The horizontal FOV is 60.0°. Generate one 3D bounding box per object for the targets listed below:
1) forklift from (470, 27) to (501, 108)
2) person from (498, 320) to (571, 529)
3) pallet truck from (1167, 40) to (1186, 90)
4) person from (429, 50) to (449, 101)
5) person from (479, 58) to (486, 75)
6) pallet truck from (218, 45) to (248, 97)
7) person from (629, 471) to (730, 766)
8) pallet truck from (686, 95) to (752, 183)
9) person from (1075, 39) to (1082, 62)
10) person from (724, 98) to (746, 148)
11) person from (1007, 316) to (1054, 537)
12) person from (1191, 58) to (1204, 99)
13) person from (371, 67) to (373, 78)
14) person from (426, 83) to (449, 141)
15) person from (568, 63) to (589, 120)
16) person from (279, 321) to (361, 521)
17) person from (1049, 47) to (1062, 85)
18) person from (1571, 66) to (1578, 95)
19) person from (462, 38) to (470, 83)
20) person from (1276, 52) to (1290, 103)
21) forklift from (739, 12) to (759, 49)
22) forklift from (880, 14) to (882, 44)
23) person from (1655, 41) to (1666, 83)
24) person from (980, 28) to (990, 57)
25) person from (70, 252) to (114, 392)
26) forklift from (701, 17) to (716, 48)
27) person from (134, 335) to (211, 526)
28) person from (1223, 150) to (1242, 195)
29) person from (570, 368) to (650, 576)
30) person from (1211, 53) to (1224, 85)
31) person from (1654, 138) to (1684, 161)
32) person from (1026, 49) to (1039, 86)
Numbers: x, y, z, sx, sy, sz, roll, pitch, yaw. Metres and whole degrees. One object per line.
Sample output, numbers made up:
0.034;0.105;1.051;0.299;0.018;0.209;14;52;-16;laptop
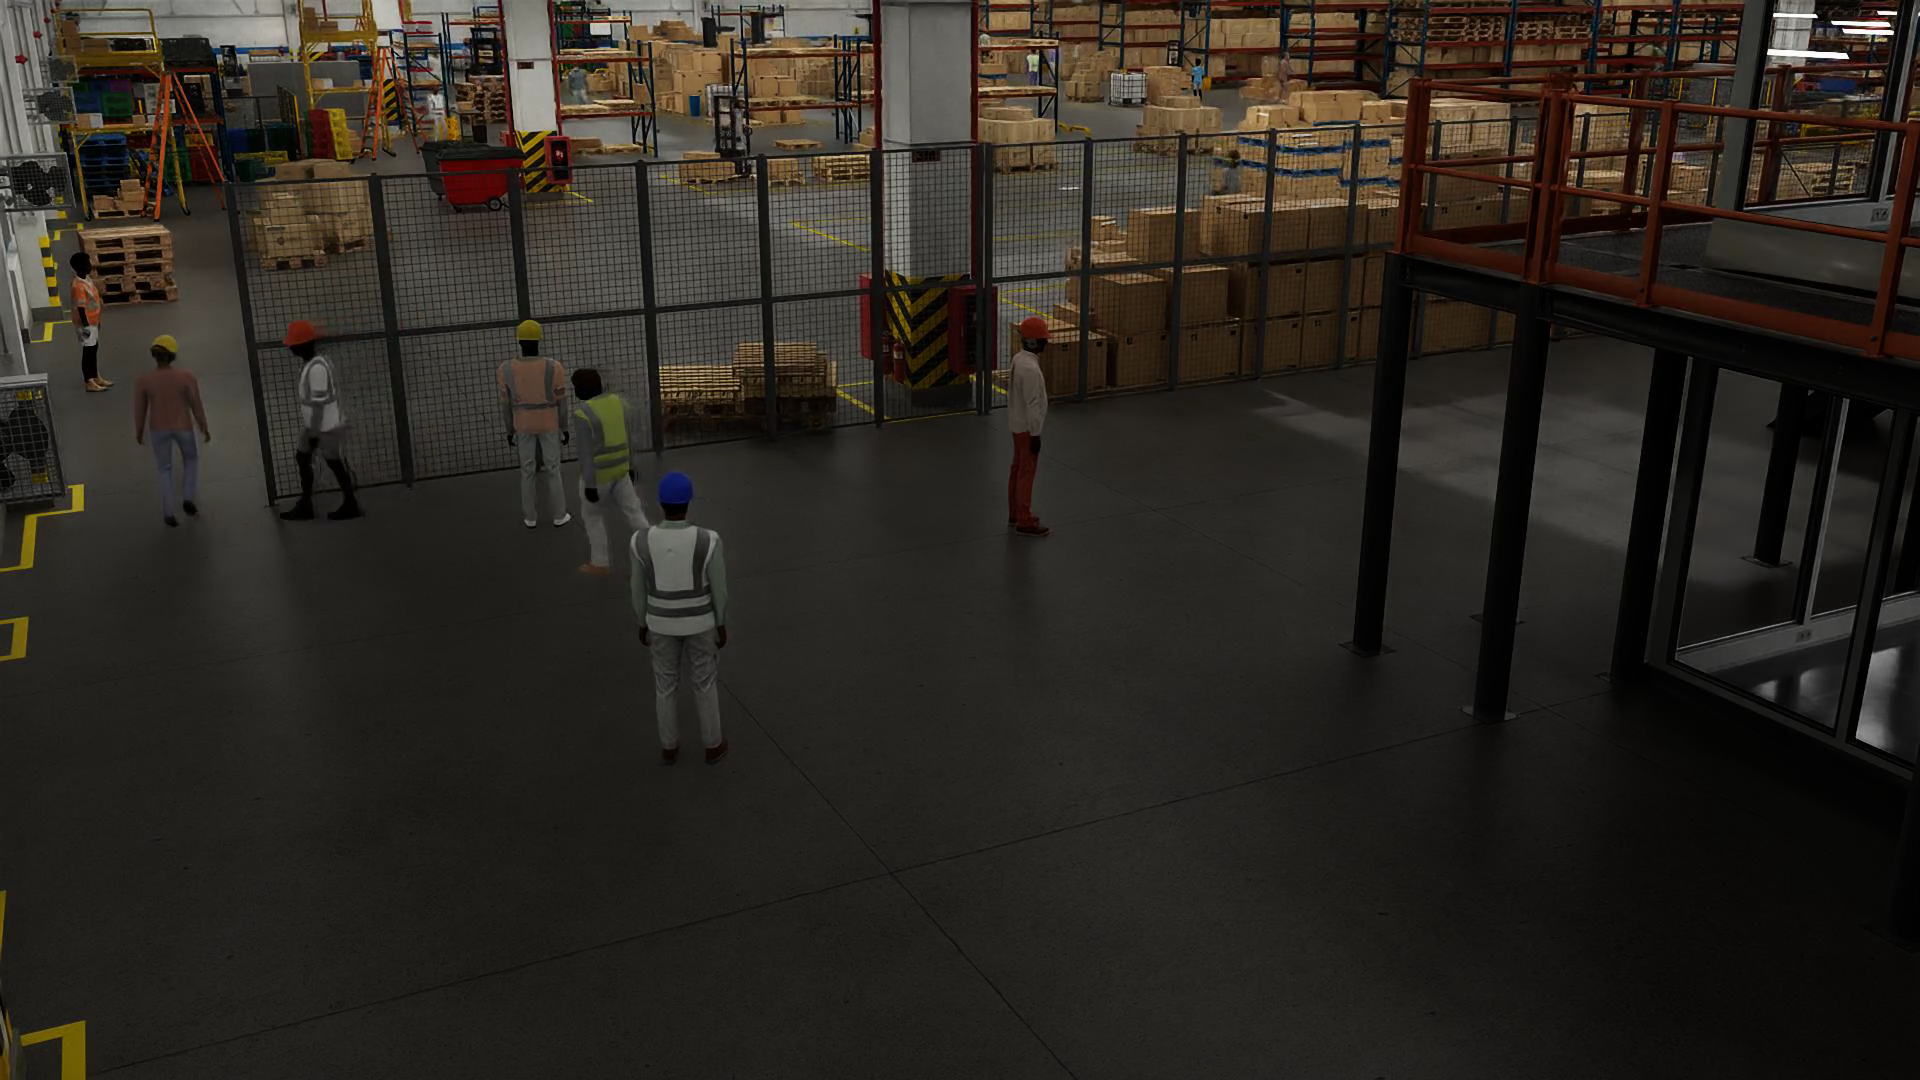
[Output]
-17.318;-17.331;60.909;1.129;2.768;1.873;-5;20;-13;forklift
-3.857;-1.048;15.148;0.587;1.927;0.369;-3;19;-7;person
9.045;-19.971;69.895;0.823;1.965;1.885;-3;19;-8;pallet truck
-20.110;-17.897;64.068;0.647;1.892;1.033;-14;24;-36;person
-17.567;-16.857;61.269;0.333;1.734;0.480;14;23;35;person
-28.879;-18.665;66.111;0.823;1.965;1.885;-3;19;-9;pallet truck
-1.775;0.512;10.594;0.605;1.948;0.404;0;19;1;person
-5.836;-9.608;39.856;0.823;1.965;1.885;10;22;27;pallet truck
5.625;-23.265;80.020;0.709;1.618;0.521;-7;20;-19;person
-5.638;-10.186;41.790;0.642;1.824;0.495;16;25;39;person
0.629;-1.028;14.986;0.397;1.992;0.621;-4;19;-10;person
8.808;-16.996;61.725;0.536;1.697;0.318;-10;21;-26;person
-20.787;-16.342;59.617;0.504;1.839;0.344;-6;20;-16;person
-14.548;-11.784;46.366;0.510;1.864;0.584;16;25;39;person
-12.759;-15.030;55.708;0.651;1.912;0.557;-4;19;-11;person
-5.984;-1.061;15.211;0.830;1.903;0.551;-10;22;-27;person
4.127;-20.792;72.395;0.643;1.915;0.648;-11;22;-30;person
21.124;-15.574;57.652;0.846;1.665;0.524;6;20;16;person
-21.788;-21.200;73.549;0.373;1.934;0.551;-2;19;-5;person
12.290;-17.408;62.651;0.714;1.883;0.644;4;19;11;person
-10.012;-24.373;81.324;1.873;2.768;1.129;-3;19;-8;forklift
-3.724;-23.392;78.480;1.873;2.768;1.129;-10;21;-26;forklift
31.119;-21.284;73.955;0.600;1.826;0.454;-12;22;-31;person
1.274;-24.945;84.393;0.664;1.973;0.435;16;25;39;person
-10.542;-2.634;20.105;0.323;1.689;0.530;-5;20;-15;person
-10.921;-21.323;72.480;1.873;2.768;1.129;-9;21;-25;forklift
-7.280;-1.024;15.375;0.640;1.721;0.630;-6;20;-17;person
4.842;-6.048;29.757;0.537;1.851;0.580;-18;26;-42;person
-2.872;-0.540;13.880;0.711;1.810;0.649;12;22;30;person
11.311;-20.927;72.779;0.966;1.931;0.614;-12;23;-32;person
13.156;-6.625;31.155;0.605;2.033;0.391;10;22;28;person
2.942;-18.754;66.560;0.590;1.877;0.976;-1;19;-2;person
